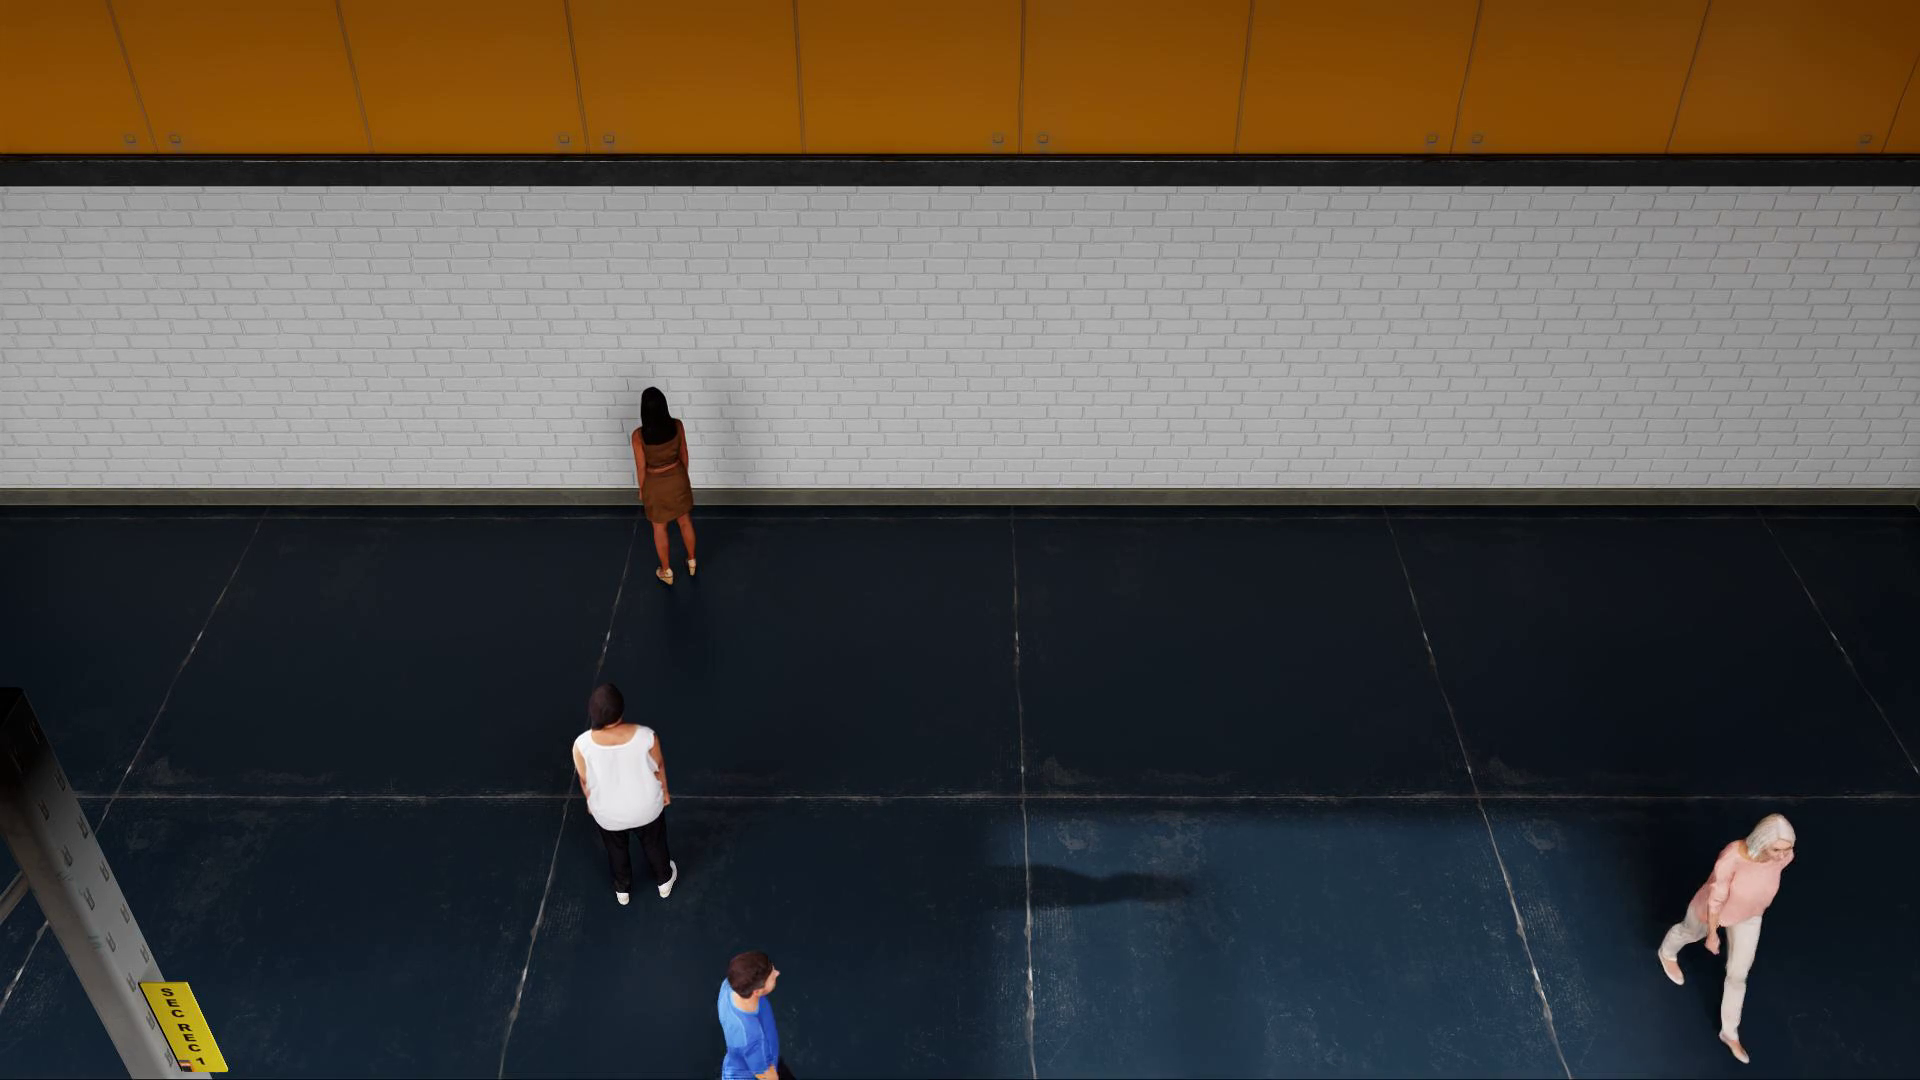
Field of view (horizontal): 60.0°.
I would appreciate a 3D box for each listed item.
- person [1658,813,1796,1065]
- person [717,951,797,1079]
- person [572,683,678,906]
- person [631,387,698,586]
[{"bbox_3d":[4.221,2.000,9.242,0.703,1.669,1.118,-5,39,-7],"label":"person"},{"bbox_3d":[-1.112,2.693,8.228,0.741,1.853,0.627,-8,39,-10],"label":"person"},{"bbox_3d":[-1.988,1.498,9.856,0.695,1.687,0.653,-6,39,-7],"label":"person"},{"bbox_3d":[-2.169,-0.399,12.230,0.646,1.689,0.666,-21,43,-25],"label":"person"}]
